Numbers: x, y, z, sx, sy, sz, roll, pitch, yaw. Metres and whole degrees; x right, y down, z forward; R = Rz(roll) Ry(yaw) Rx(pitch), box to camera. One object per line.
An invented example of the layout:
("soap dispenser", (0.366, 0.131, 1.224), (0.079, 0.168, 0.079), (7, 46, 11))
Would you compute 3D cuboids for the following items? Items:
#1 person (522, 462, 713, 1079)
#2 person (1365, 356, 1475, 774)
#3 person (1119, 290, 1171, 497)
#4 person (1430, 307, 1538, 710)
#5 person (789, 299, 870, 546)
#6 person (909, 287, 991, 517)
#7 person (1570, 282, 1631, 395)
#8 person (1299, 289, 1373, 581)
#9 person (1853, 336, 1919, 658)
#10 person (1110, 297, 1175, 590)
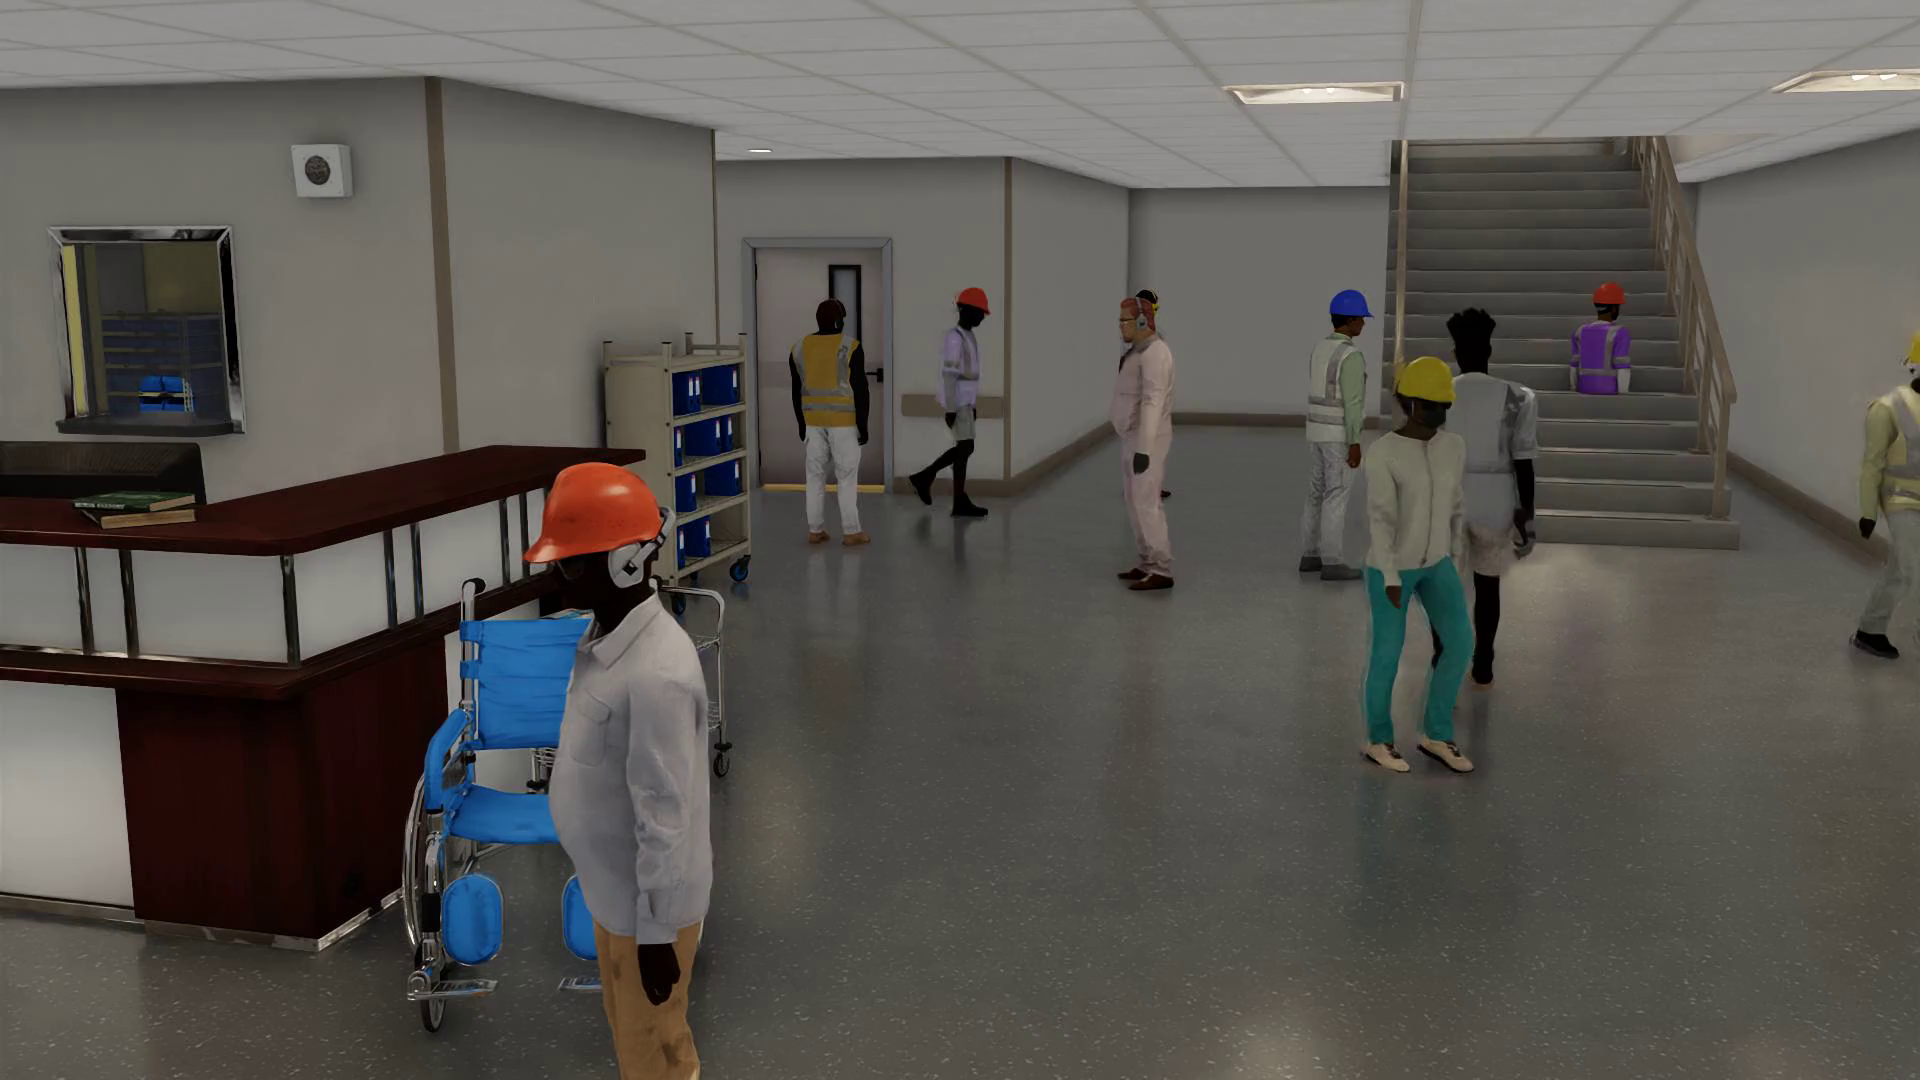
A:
("person", (-0.699, 0.703, 3.446), (0.352, 1.743, 0.564), (-4, 10, -22))
("person", (1.903, 0.124, 6.851), (0.529, 1.749, 0.565), (-4, 11, -23))
("person", (1.660, -1.304, 14.913), (0.507, 1.865, 0.329), (8, 12, 39))
("person", (2.442, -0.151, 7.979), (0.620, 1.923, 0.957), (3, 10, 17))
("person", (-0.950, -0.873, 12.443), (0.624, 1.844, 0.429), (4, 10, 21))
("person", (-0.078, -1.162, 13.938), (0.653, 1.909, 0.580), (2, 10, 14))
("person", (5.409, -1.192, 14.030), (0.372, 1.939, 0.544), (-6, 11, -31))
("person", (2.540, -0.701, 11.160), (0.419, 1.938, 0.602), (-2, 10, -13))
("person", (5.014, -0.197, 8.636), (0.602, 1.786, 0.927), (-2, 10, -13))
("person", (1.175, -0.622, 10.847), (0.408, 1.902, 0.662), (-1, 10, -6))
